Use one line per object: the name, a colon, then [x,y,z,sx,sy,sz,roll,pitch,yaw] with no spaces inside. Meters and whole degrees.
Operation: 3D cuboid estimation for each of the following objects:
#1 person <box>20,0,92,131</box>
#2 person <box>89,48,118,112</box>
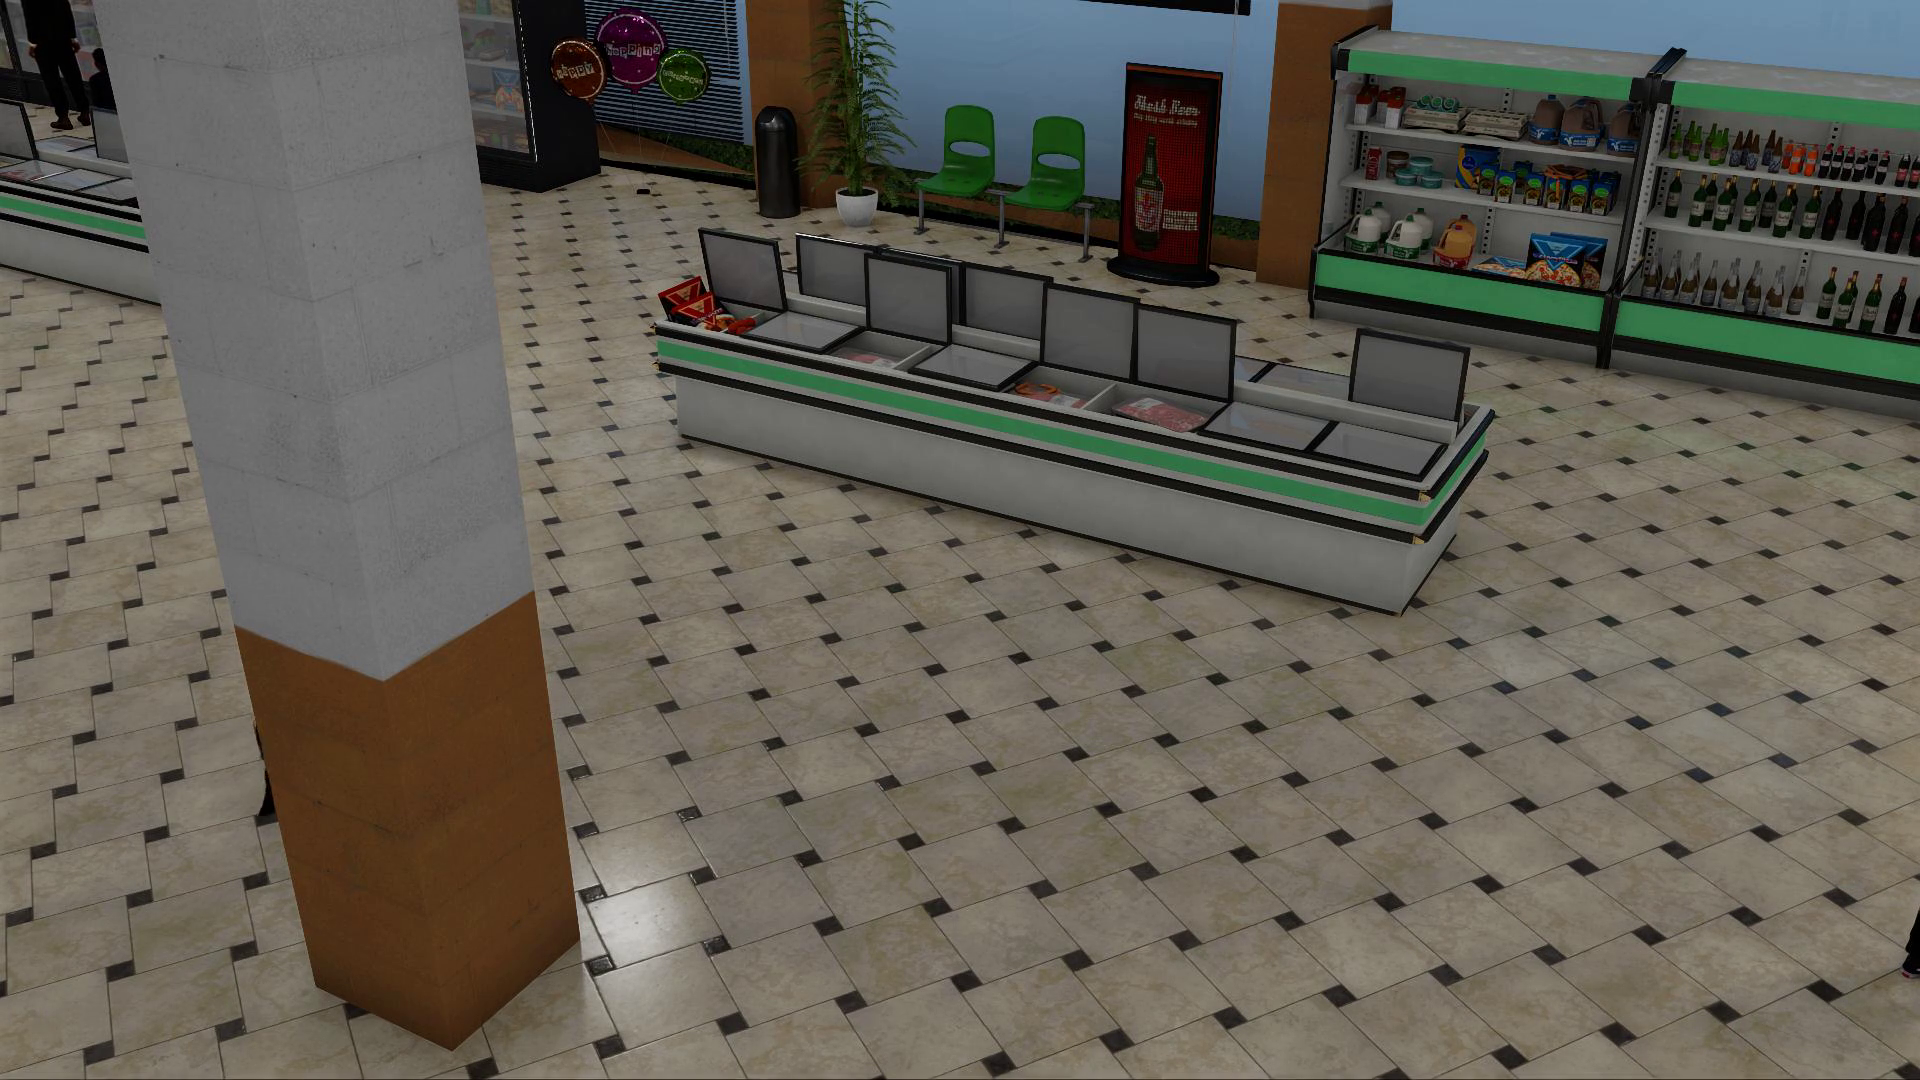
person: [-10.025,-5.523,18.348,0.639,1.904,0.732,19,33,33]
person: [-8.387,-4.228,16.496,0.564,1.269,0.594,-24,35,-39]
